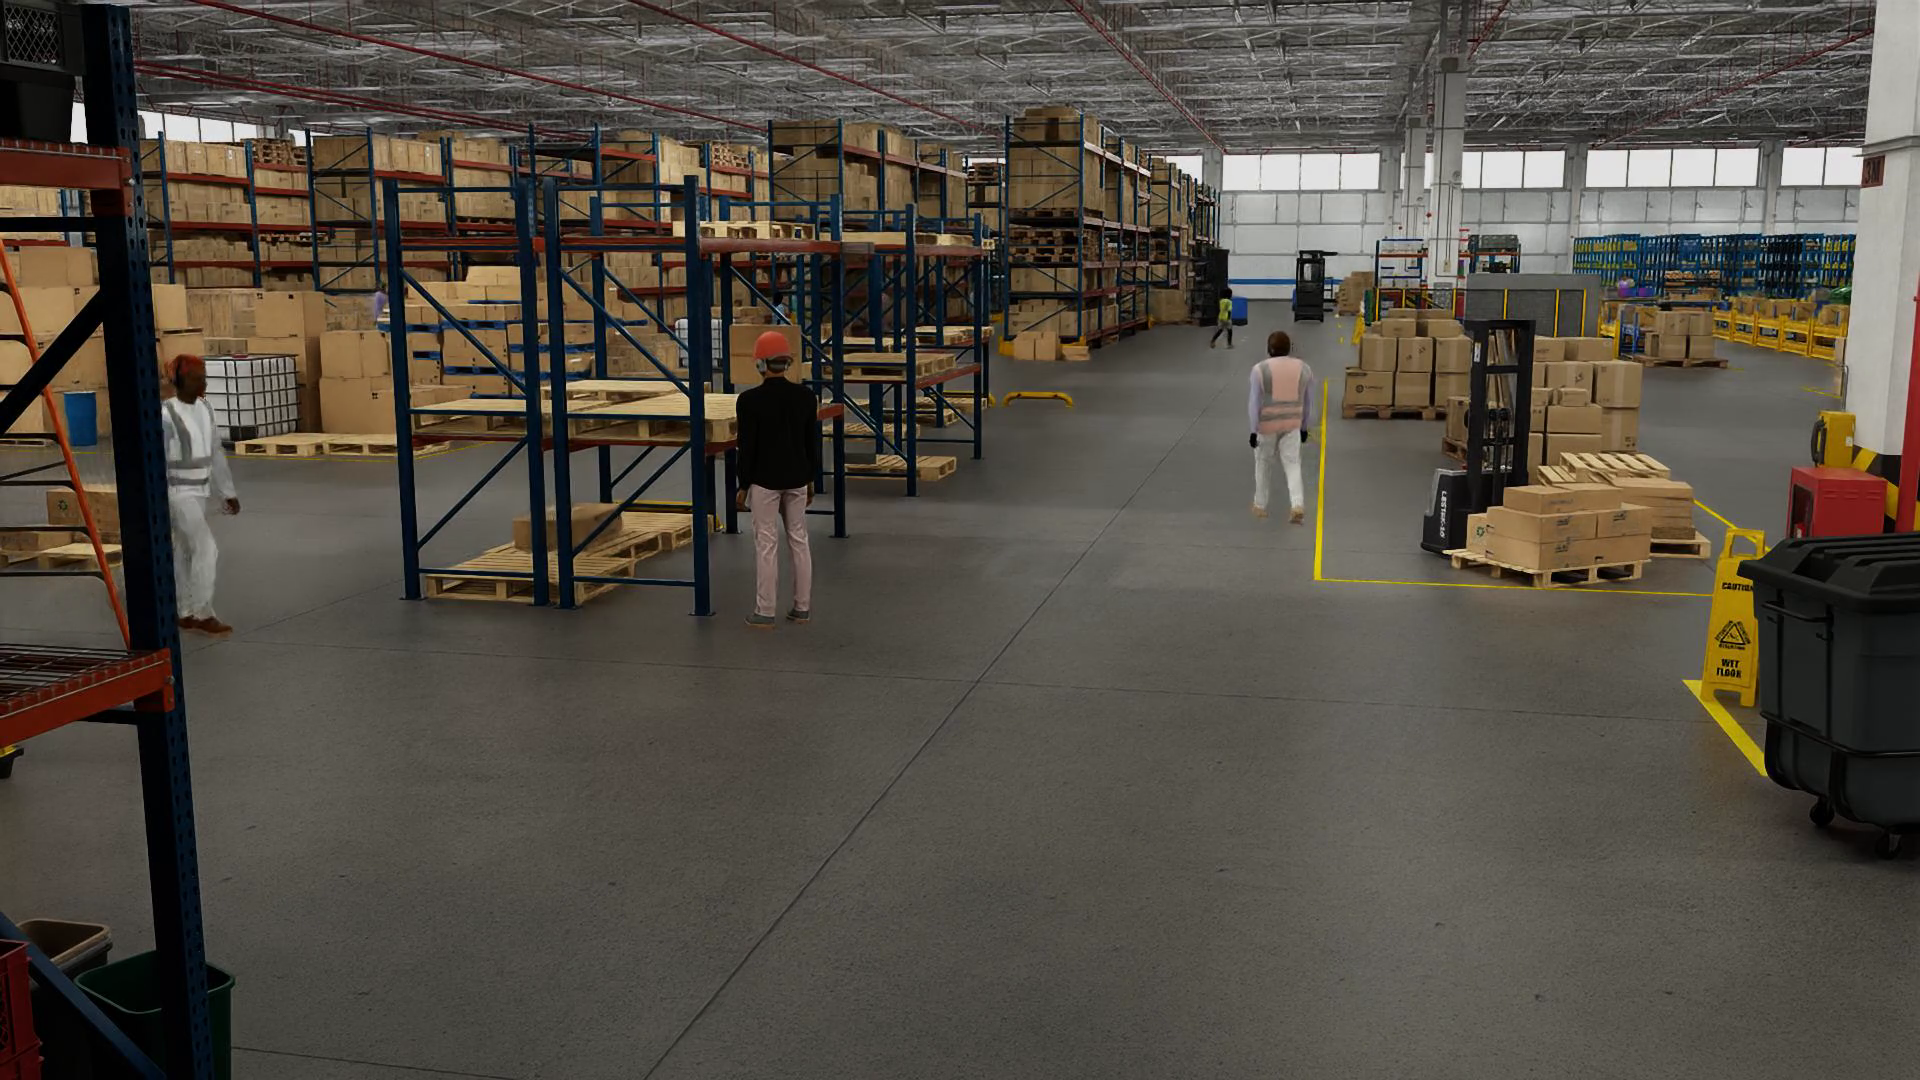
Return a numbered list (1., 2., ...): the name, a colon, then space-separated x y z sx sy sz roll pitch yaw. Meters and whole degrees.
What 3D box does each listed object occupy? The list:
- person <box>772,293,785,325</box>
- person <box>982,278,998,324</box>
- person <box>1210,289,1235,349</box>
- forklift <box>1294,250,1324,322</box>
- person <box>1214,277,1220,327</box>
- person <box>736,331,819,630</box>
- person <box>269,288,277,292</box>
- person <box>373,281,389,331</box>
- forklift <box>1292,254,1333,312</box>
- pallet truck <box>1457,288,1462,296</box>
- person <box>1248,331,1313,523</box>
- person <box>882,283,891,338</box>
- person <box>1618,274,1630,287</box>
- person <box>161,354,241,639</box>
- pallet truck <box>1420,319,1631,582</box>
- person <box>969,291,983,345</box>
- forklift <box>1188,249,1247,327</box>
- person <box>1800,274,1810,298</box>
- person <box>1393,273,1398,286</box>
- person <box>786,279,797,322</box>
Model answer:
1. person: -4.237 -4.921 38.846 0.315 1.696 0.541 0 10 1
2. person: 0.945 -9.214 63.993 1.011 1.792 0.566 2 10 11
3. person: 7.275 -6.109 45.953 0.713 1.669 0.528 -6 12 -34
4. forklift: 13.778 -10.002 65.433 1.129 2.768 1.873 2 10 12
5. person: 9.468 -8.768 61.228 0.658 1.842 1.014 1 10 6
6. person: -1.230 -0.395 11.159 0.611 1.997 0.375 -7 12 -36
7. person: -20.692 -6.761 50.005 0.523 1.611 0.800 3 10 19
8. person: -14.615 -5.632 42.454 0.941 1.897 0.627 -1 10 -6
9. forklift: 16.462 -12.026 77.417 1.873 2.768 1.129 2 10 12
10. pallet truck: 20.506 -9.785 68.819 0.653 1.274 1.630 2 10 12
11. person: 3.038 -1.065 15.713 0.647 1.811 0.919 -2 10 -9
12. person: -2.026 -5.657 42.672 0.726 1.881 0.654 -7 12 -37
13. person: 28.835 -10.647 72.313 0.572 1.843 0.373 -2 10 -9
14. person: -4.978 -0.286 10.901 0.691 1.858 0.598 1 10 4
15. pallet truck: 4.543 -0.757 13.299 0.823 1.965 1.885 -4 10 -22
16. person: 0.529 -6.438 47.169 0.569 1.921 0.580 1 10 6
17. forklift: 9.463 -9.205 60.714 1.873 2.768 1.129 -3 10 -16
18. person: 39.704 -11.574 78.031 0.661 1.781 0.930 0 10 -1
19. person: 23.071 -13.273 88.198 0.485 1.734 0.346 -7 12 -37
20. person: -6.732 -9.514 65.991 0.922 1.721 0.528 5 11 27
